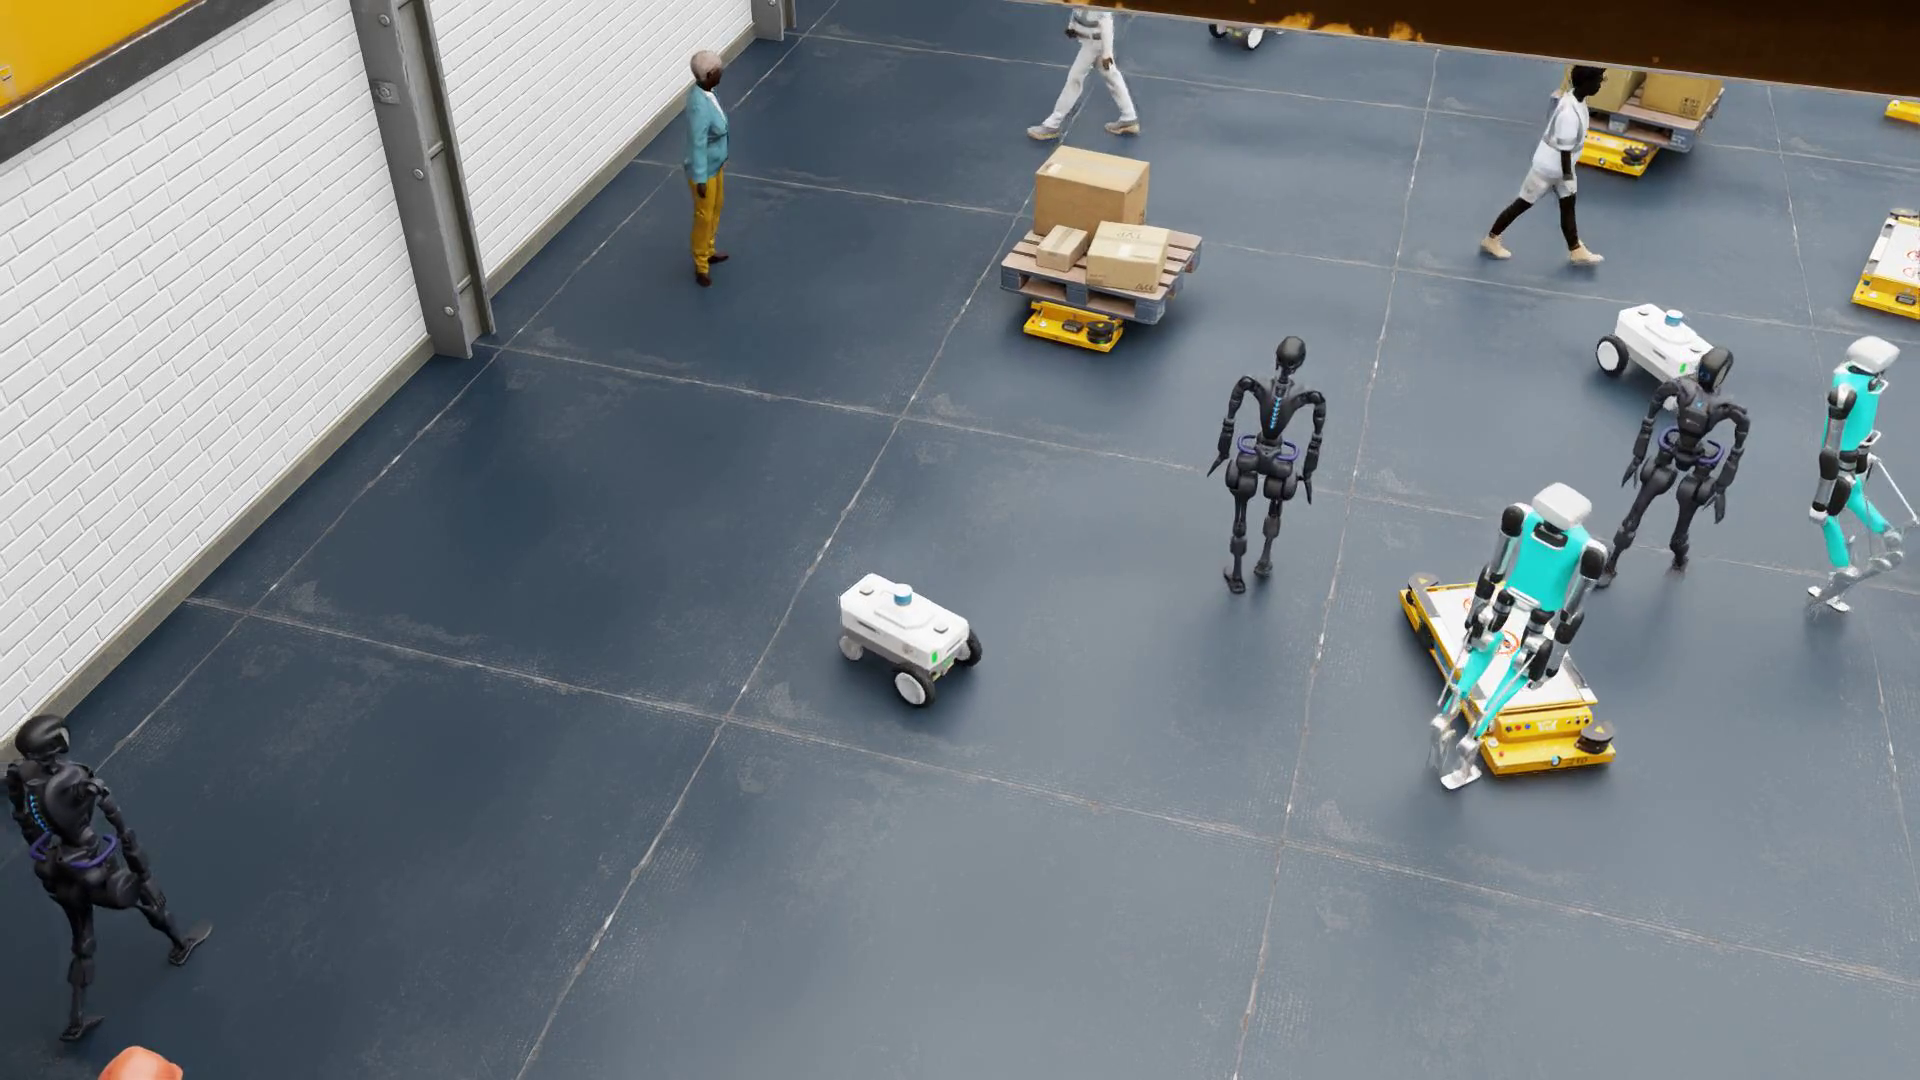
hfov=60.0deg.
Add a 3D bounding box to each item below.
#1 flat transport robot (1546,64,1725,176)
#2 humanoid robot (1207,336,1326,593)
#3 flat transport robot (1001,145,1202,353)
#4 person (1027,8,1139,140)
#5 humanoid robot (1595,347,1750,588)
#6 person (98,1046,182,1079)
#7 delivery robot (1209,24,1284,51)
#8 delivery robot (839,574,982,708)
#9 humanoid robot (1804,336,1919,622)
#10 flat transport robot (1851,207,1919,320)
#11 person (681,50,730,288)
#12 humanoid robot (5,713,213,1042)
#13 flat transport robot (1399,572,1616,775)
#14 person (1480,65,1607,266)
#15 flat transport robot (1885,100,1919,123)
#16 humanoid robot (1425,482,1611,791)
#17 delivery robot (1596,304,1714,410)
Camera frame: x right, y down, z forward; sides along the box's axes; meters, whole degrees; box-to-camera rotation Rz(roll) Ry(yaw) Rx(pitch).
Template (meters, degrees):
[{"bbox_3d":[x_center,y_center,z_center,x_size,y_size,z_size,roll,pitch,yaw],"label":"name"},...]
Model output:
[{"bbox_3d":[5.807,-3.580,14.458,0.659,0.231,1.431,23,44,26],"label":"flat transport robot"},{"bbox_3d":[1.710,-0.421,9.407,0.610,1.649,0.331,9,40,11],"label":"humanoid robot"},{"bbox_3d":[1.049,-1.866,12.325,0.659,0.231,1.431,16,42,19],"label":"flat transport robot"},{"bbox_3d":[1.110,-4.259,14.066,1.009,1.823,0.690,-3,39,-4],"label":"person"},{"bbox_3d":[4.084,-0.390,9.397,0.591,1.646,0.601,26,46,29],"label":"humanoid robot"},{"bbox_3d":[-2.569,2.398,5.699,0.545,1.927,0.381,-11,40,-13],"label":"person"},{"bbox_3d":[2.846,-5.137,16.155,0.768,0.581,0.499,-28,47,-30],"label":"delivery robot"},{"bbox_3d":[-0.294,0.503,9.138,0.753,0.579,0.499,25,45,28],"label":"delivery robot"},{"bbox_3d":[4.981,-0.184,9.148,0.775,1.884,0.547,30,48,32],"label":"humanoid robot"},{"bbox_3d":[7.253,-2.079,12.590,0.659,0.231,1.431,22,44,25],"label":"flat transport robot"},{"bbox_3d":[-1.859,-2.730,12.230,0.351,1.742,0.633,0,39,1],"label":"person"},{"bbox_3d":[-3.772,1.438,7.142,0.614,1.646,0.758,9,40,11],"label":"humanoid robot"},{"bbox_3d":[2.984,0.688,9.149,0.659,0.231,1.431,-5,39,-7],"label":"flat transport robot"},{"bbox_3d":[4.457,-2.792,12.379,0.916,1.642,0.540,18,42,22],"label":"person"},{"bbox_3d":[8.933,-4.095,15.098,0.659,0.231,1.431,24,45,27],"label":"flat transport robot"},{"bbox_3d":[2.615,0.618,8.127,0.778,1.851,0.546,-32,49,-33],"label":"humanoid robot"},{"bbox_3d":[4.814,-1.299,11.382,0.499,0.583,0.767,-14,41,-17],"label":"delivery robot"}]
